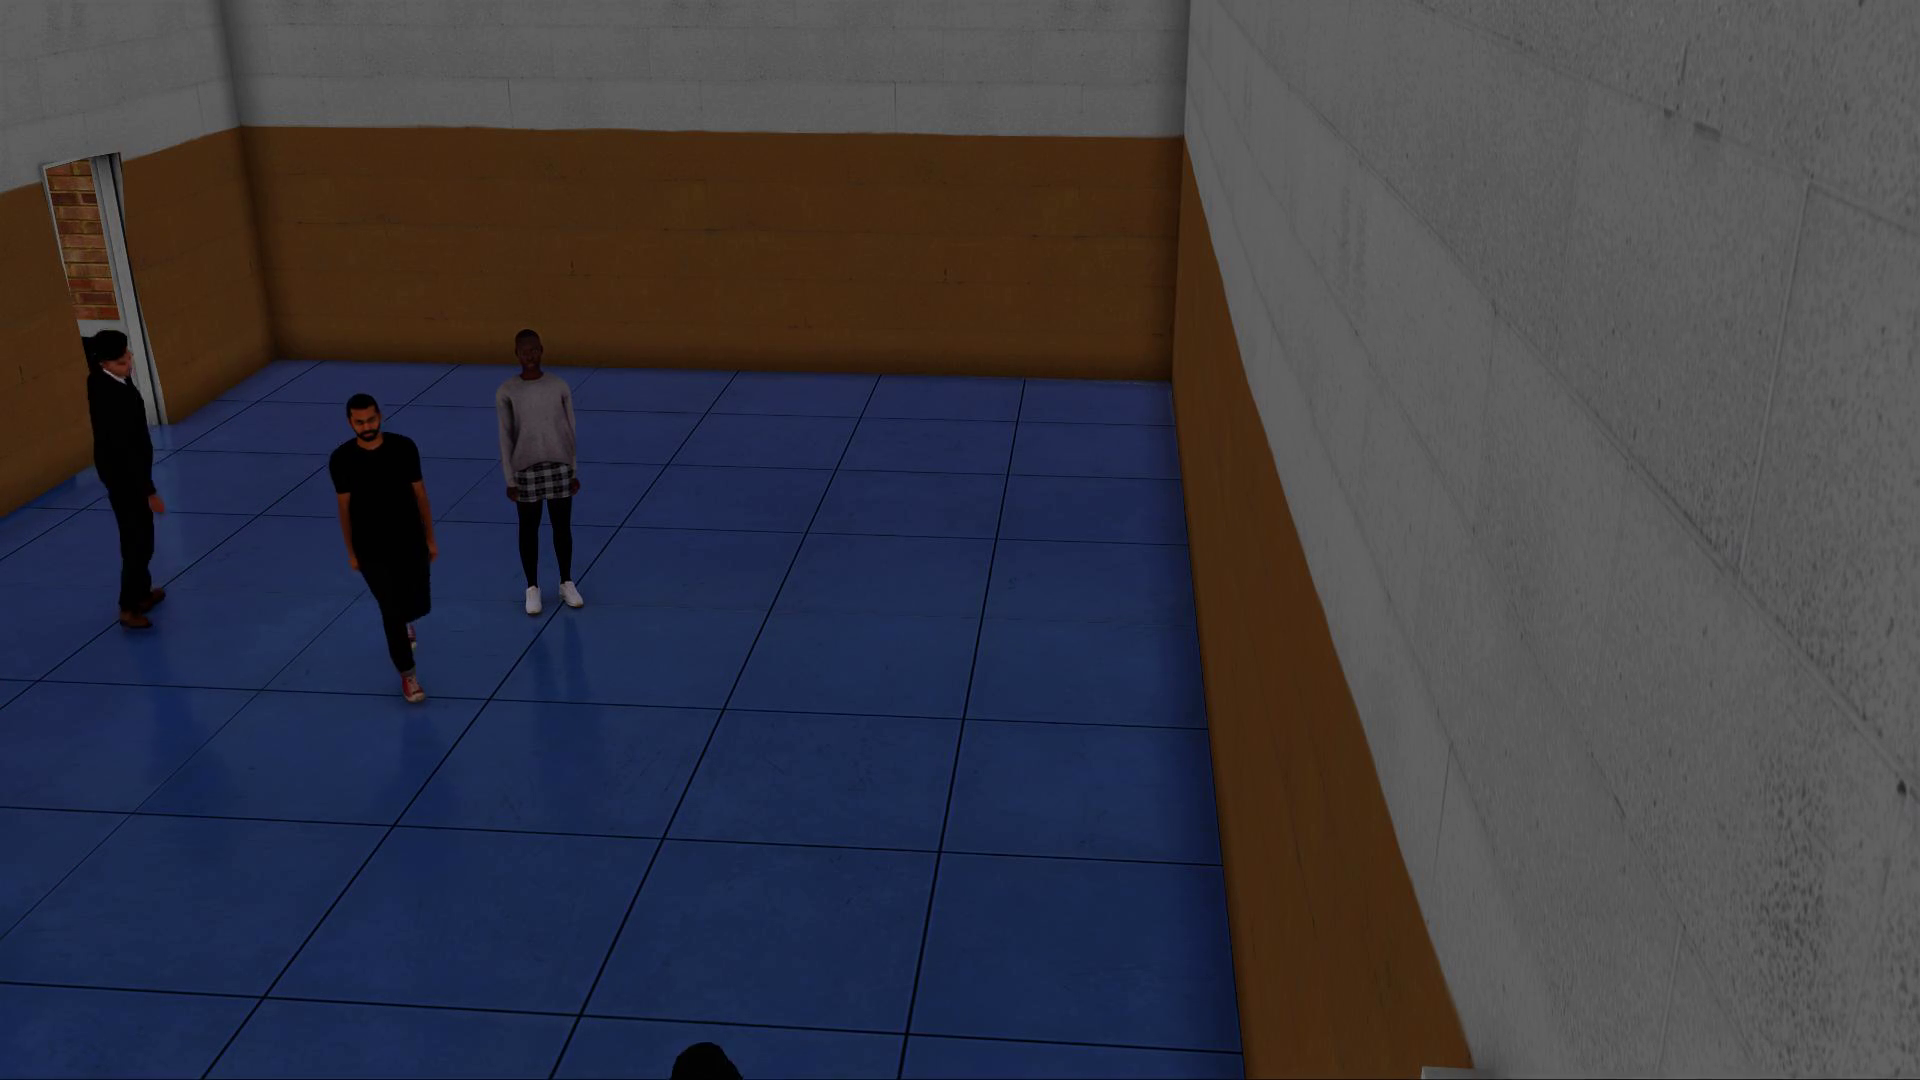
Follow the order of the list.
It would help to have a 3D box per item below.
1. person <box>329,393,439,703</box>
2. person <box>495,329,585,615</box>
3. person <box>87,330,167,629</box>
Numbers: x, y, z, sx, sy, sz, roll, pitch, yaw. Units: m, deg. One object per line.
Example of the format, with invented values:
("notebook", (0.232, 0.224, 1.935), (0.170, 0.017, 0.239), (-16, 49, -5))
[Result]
("person", (-3.168, 0.007, 9.197), (1.030, 1.735, 1.041), (-13, 25, -30))
("person", (-2.578, -0.429, 10.231), (0.643, 1.772, 0.760), (-10, 24, -23))
("person", (-5.071, -0.399, 10.053), (0.884, 1.849, 0.917), (18, 28, 37))
